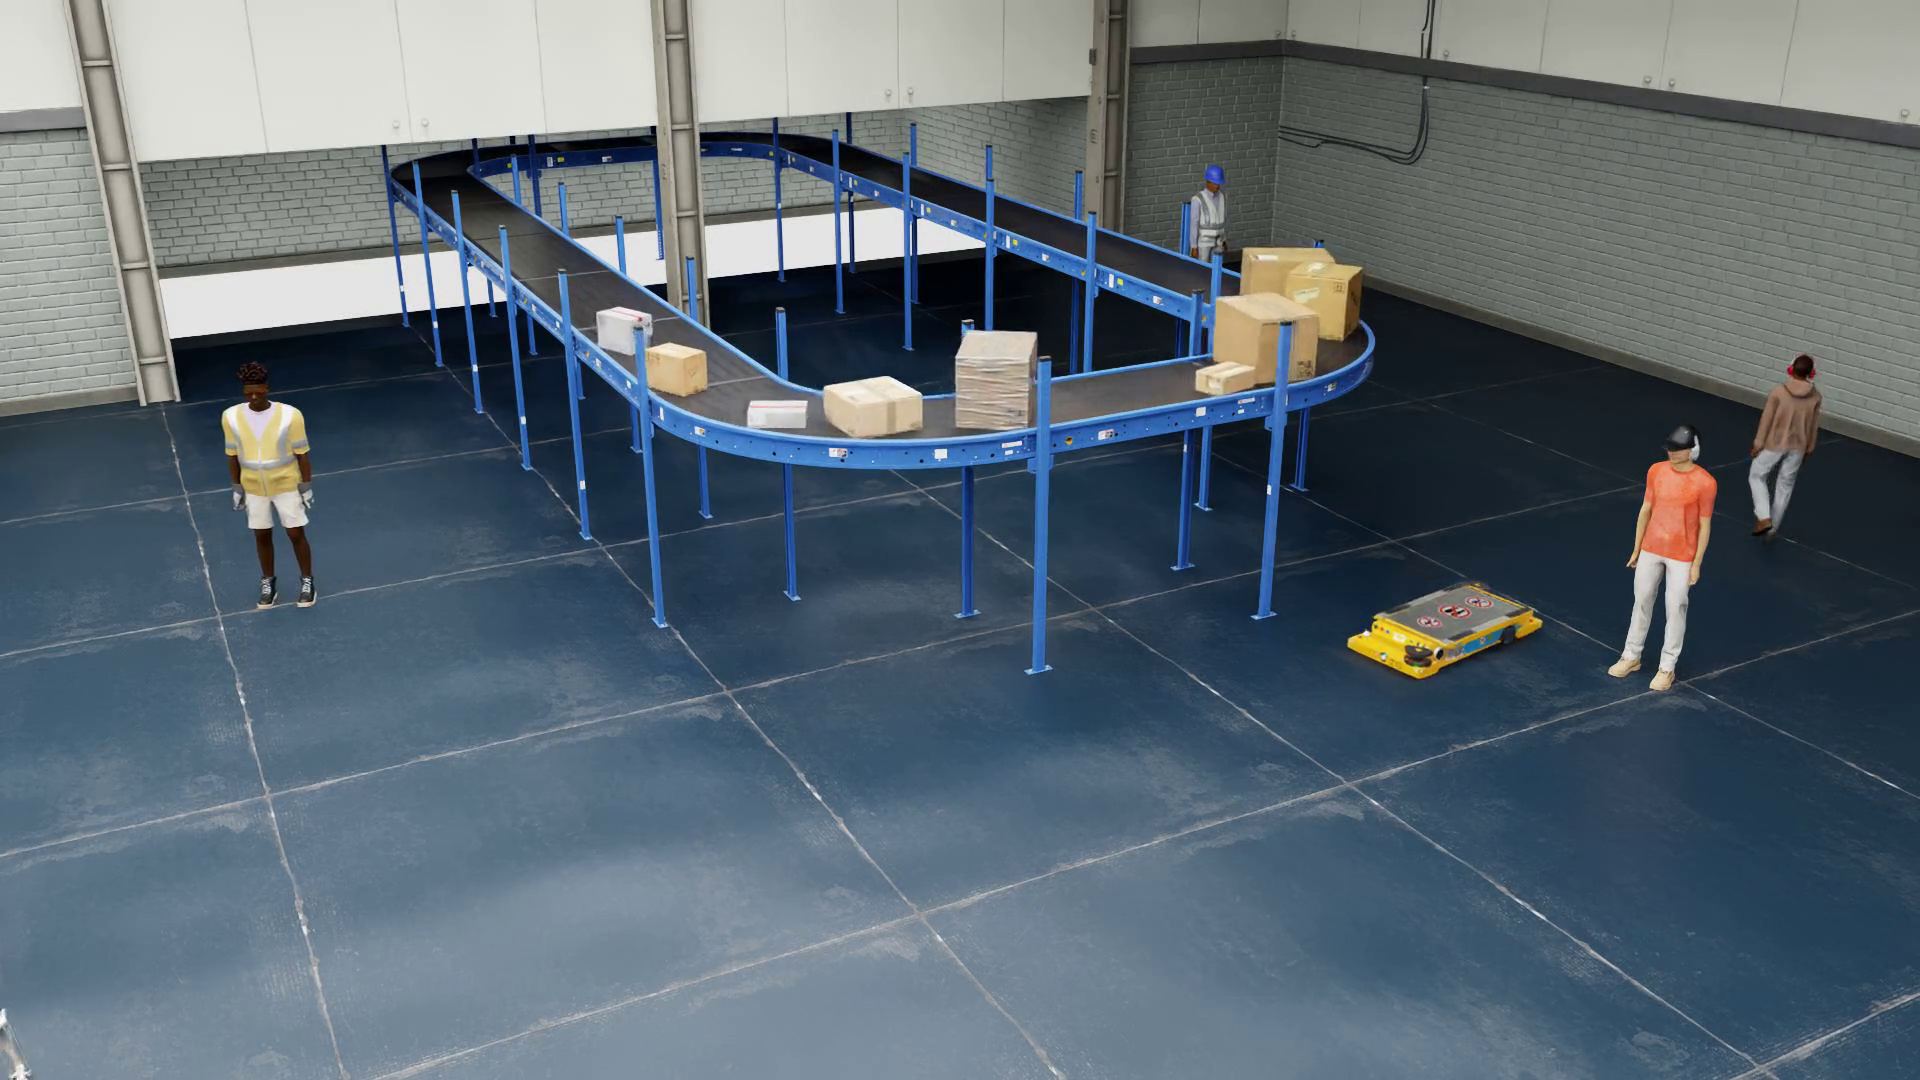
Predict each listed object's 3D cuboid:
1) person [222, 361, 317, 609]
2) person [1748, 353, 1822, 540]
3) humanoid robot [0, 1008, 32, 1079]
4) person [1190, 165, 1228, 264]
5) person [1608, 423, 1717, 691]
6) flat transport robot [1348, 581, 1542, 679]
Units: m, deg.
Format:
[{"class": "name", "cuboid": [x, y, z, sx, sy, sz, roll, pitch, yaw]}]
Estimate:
[{"class": "person", "cuboid": [-5.235, -0.416, 12.660, 0.604, 1.958, 0.369, -2, 22, -5]}, {"class": "person", "cuboid": [6.901, -0.768, 13.929, 0.497, 1.640, 0.381, 3, 22, 8]}, {"class": "humanoid robot", "cuboid": [-4.584, 1.803, 7.462, 0.545, 1.790, 0.689, -19, 29, -38]}, {"class": "person", "cuboid": [3.132, -3.744, 20.919, 0.619, 1.933, 0.416, -16, 27, -35]}, {"class": "person", "cuboid": [4.840, 0.112, 11.411, 0.399, 1.909, 0.481, -20, 29, -40]}, {"class": "flat transport robot", "cuboid": [3.592, 0.650, 12.269, 1.431, 0.231, 0.659, -16, 27, -34]}]
